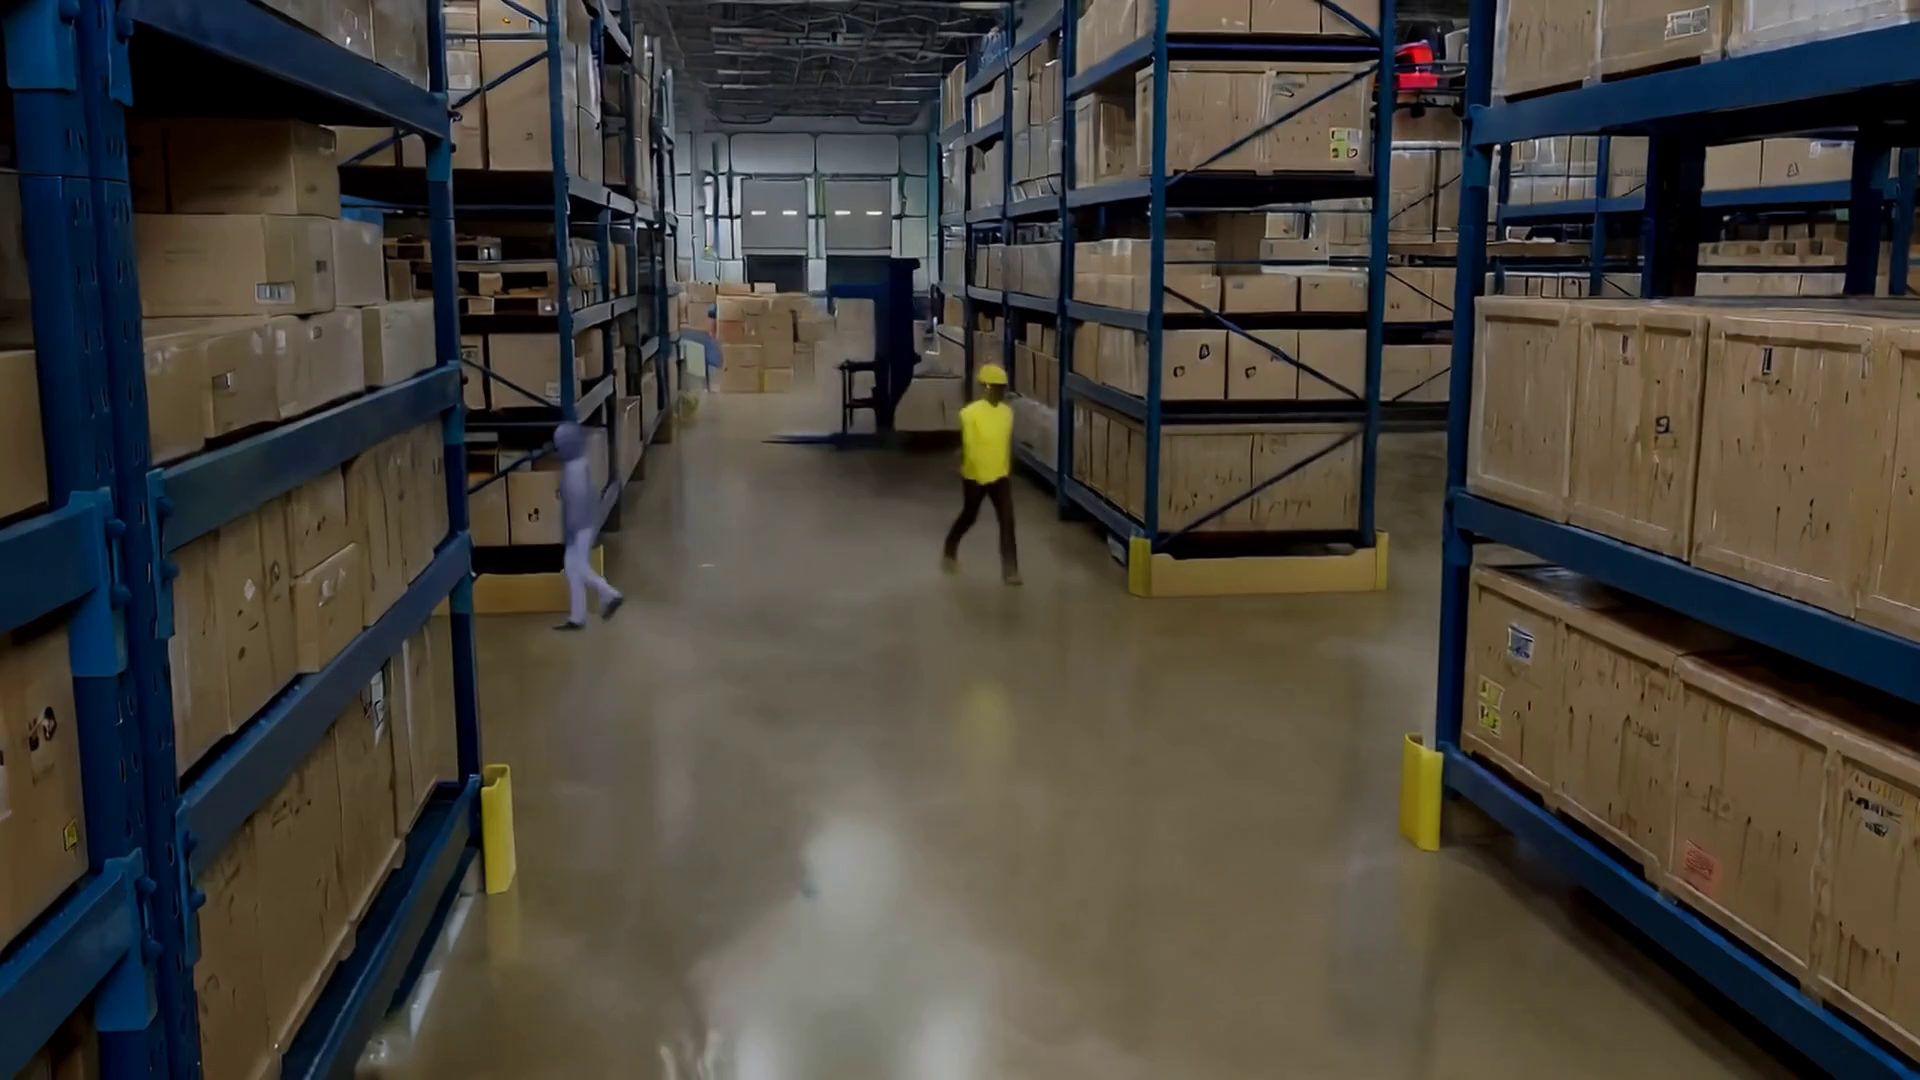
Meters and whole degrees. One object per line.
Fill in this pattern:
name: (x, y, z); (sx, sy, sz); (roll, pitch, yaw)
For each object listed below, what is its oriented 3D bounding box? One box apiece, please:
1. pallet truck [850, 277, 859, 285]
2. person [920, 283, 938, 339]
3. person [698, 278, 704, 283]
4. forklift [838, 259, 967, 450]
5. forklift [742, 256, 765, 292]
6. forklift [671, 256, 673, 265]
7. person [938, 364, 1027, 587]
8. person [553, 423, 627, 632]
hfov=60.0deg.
pallet truck: (-3.782, -9.391, 65.808); (1.885, 1.965, 0.823); (2, 10, 10)
person: (-0.978, -7.786, 56.705); (0.750, 1.916, 0.639); (3, 10, 18)
person: (-10.730, -9.885, 68.894); (0.545, 1.930, 0.394); (-7, 12, -36)
forklift: (-0.835, -2.771, 24.697); (1.873, 2.768, 1.129); (0, 10, 1)
forklift: (-7.283, -8.633, 58.827); (1.873, 2.768, 1.129); (-9, 14, -44)
forklift: (-10.987, -9.066, 61.344); (1.129, 2.768, 1.873); (-1, 10, -7)
person: (0.192, -0.591, 14.729); (0.617, 1.958, 1.001); (-7, 12, -34)
person: (-2.875, -0.093, 12.753); (0.479, 1.616, 0.516); (-1, 10, -4)
